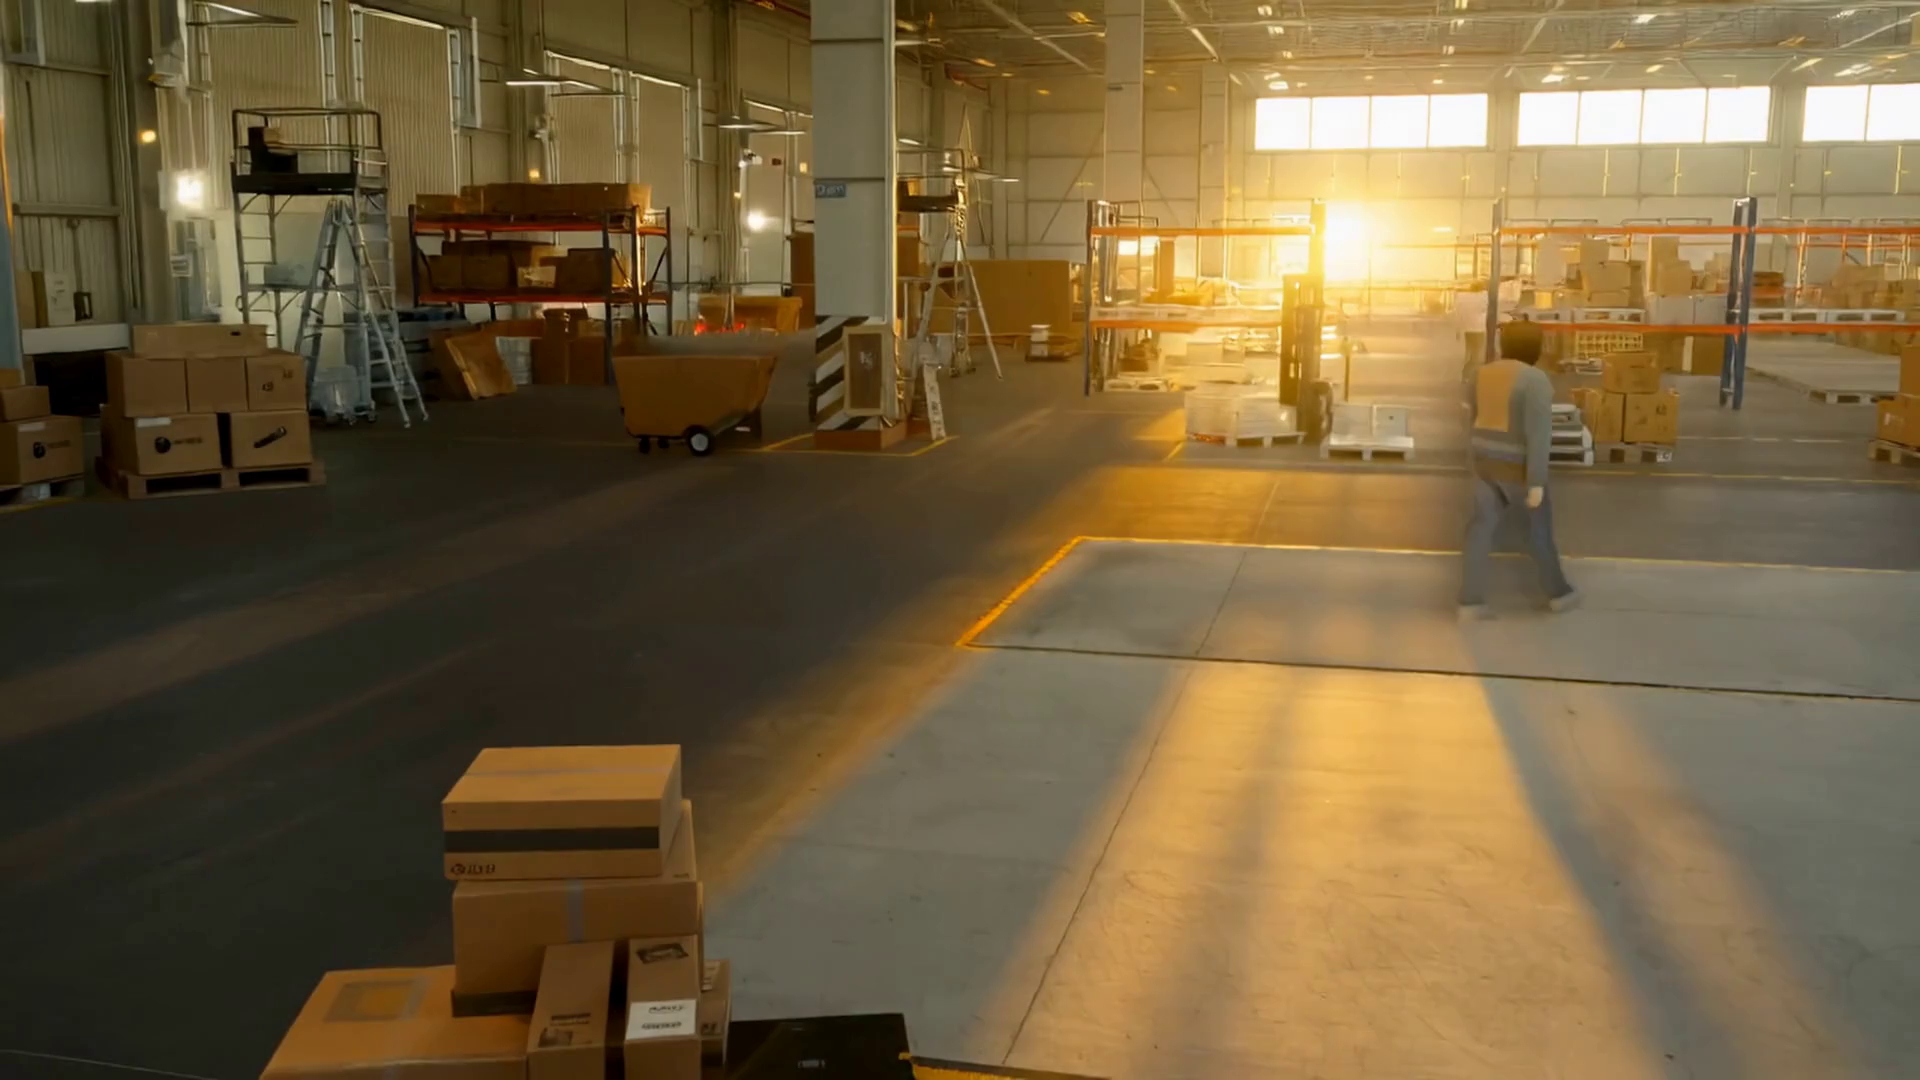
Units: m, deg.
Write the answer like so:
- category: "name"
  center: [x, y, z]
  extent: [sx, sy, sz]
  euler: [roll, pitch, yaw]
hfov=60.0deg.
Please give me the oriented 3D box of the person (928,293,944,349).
- category: "person"
  center: [-0.517, -5.423, 39.875]
  extent: [0.539, 1.686, 0.362]
  euler: [5, 11, 28]

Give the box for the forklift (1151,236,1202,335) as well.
- category: "forklift"
  center: [5.866, -7.214, 46.878]
  extent: [1.873, 2.768, 1.129]
  euler: [2, 10, 14]

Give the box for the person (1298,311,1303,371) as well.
- category: "person"
  center: [6.710, -4.109, 31.978]
  extent: [0.484, 1.736, 0.348]
  euler: [-8, 13, -40]

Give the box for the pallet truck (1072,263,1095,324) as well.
- category: "pallet truck"
  center: [4.325, -8.180, 55.162]
  extent: [0.823, 1.965, 1.885]
  euler: [6, 11, 31]

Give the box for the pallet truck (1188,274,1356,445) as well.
- category: "pallet truck"
  center: [3.653, -2.138, 19.590]
  extent: [1.885, 1.965, 0.823]
  euler: [-4, 10, -20]

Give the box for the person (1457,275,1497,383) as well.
- category: "person"
  center: [9.002, -3.682, 29.054]
  extent: [0.959, 1.881, 0.596]
  euler: [-8, 12, -39]

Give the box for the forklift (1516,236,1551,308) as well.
- category: "forklift"
  center: [18.170, -8.101, 52.104]
  extent: [1.873, 2.768, 1.129]
  euler: [1, 10, 7]

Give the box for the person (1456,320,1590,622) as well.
- category: "person"
  center: [3.387, -0.410, 9.992]
  extent: [0.927, 1.794, 0.654]
  euler: [-5, 11, -27]

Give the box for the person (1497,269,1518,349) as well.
- category: "person"
  center: [13.017, -5.496, 39.658]
  extent: [0.559, 1.888, 0.650]
  euler: [8, 12, 39]

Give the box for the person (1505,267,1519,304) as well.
- category: "person"
  center: [17.056, -7.491, 51.409]
  extent: [0.987, 1.908, 0.630]
  euler: [-1, 10, -8]

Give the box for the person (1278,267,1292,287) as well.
- category: "person"
  center: [12.307, -9.383, 62.615]
  extent: [0.673, 1.889, 1.017]
  euler: [5, 11, 28]
